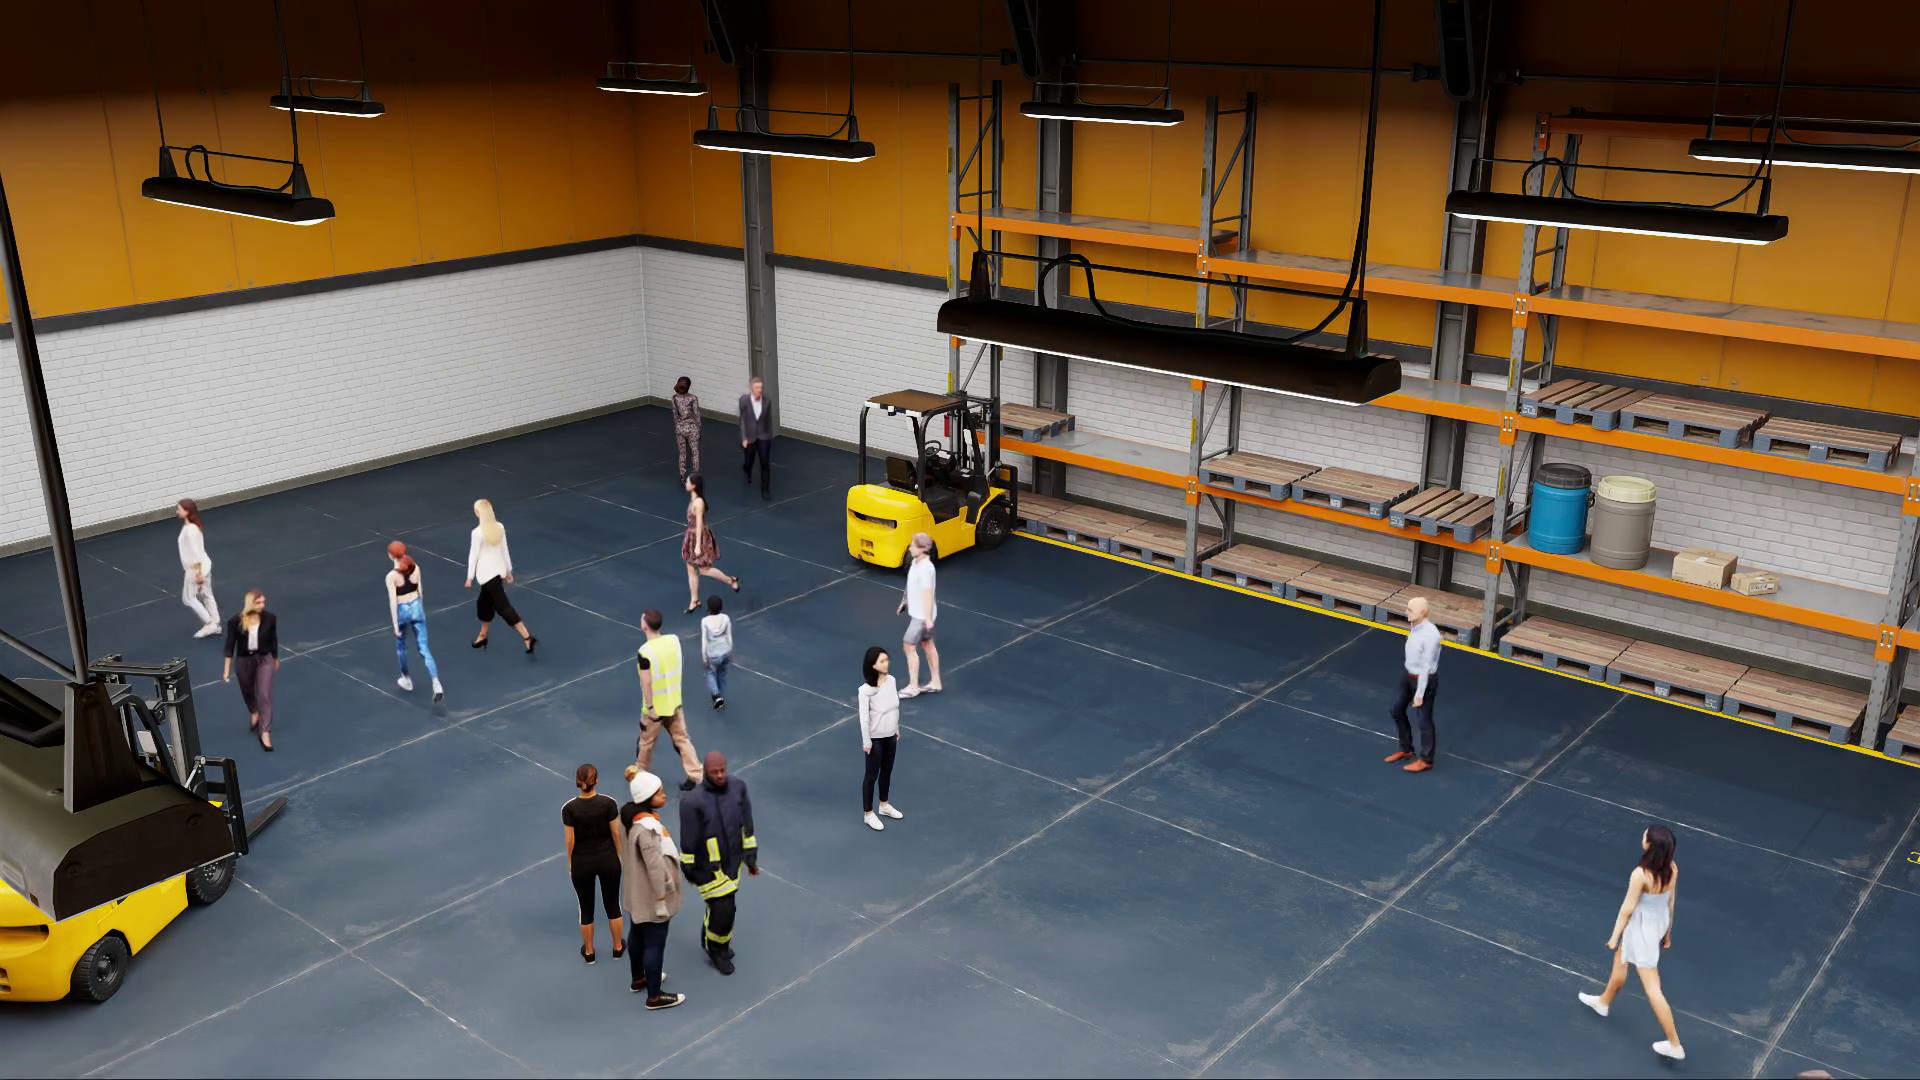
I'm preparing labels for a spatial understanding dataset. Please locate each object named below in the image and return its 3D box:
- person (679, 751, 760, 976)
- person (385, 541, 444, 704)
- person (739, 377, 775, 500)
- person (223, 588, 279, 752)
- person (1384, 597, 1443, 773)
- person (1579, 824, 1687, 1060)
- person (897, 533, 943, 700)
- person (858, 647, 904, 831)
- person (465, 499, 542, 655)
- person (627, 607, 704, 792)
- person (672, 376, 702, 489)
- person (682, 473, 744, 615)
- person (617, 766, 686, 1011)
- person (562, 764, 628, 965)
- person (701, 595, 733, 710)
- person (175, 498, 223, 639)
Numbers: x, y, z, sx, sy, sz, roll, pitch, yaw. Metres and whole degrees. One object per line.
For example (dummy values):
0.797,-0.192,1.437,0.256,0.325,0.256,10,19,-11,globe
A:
-1.924,2.413,12.866,0.762,1.802,0.781,-17,25,-41,person
-5.737,0.891,17.474,0.684,1.747,1.228,-15,24,-38,person
-3.032,-1.528,24.572,1.018,1.801,1.160,-6,20,-17,person
-7.046,1.261,16.598,0.995,1.604,1.164,-6,20,-17,person
4.495,1.388,15.961,0.854,1.770,0.781,-5,19,-14,person
4.905,2.850,11.750,0.860,1.687,1.226,-10,21,-28,person
-0.314,0.791,17.664,0.934,1.814,0.875,-2,19,-5,person
-0.730,1.755,14.984,0.555,1.698,0.617,14,23,35,person
-5.153,0.474,18.599,1.249,1.818,0.849,8,20,22,person
-2.721,1.527,15.481,1.125,1.812,0.708,16,24,39,person
-4.106,-1.632,25.015,0.642,1.714,0.732,4,19,11,person
-3.047,0.053,19.946,0.981,1.757,1.014,-6,20,-18,person
-2.332,2.551,12.315,0.833,1.892,0.719,-11,21,-29,person
-2.822,2.487,12.856,0.667,1.669,0.700,-4,19,-13,person
-2.530,1.187,17.372,0.633,1.249,0.738,-8,20,-21,person
-8.765,0.317,19.286,0.767,1.677,0.674,-7,20,-19,person
